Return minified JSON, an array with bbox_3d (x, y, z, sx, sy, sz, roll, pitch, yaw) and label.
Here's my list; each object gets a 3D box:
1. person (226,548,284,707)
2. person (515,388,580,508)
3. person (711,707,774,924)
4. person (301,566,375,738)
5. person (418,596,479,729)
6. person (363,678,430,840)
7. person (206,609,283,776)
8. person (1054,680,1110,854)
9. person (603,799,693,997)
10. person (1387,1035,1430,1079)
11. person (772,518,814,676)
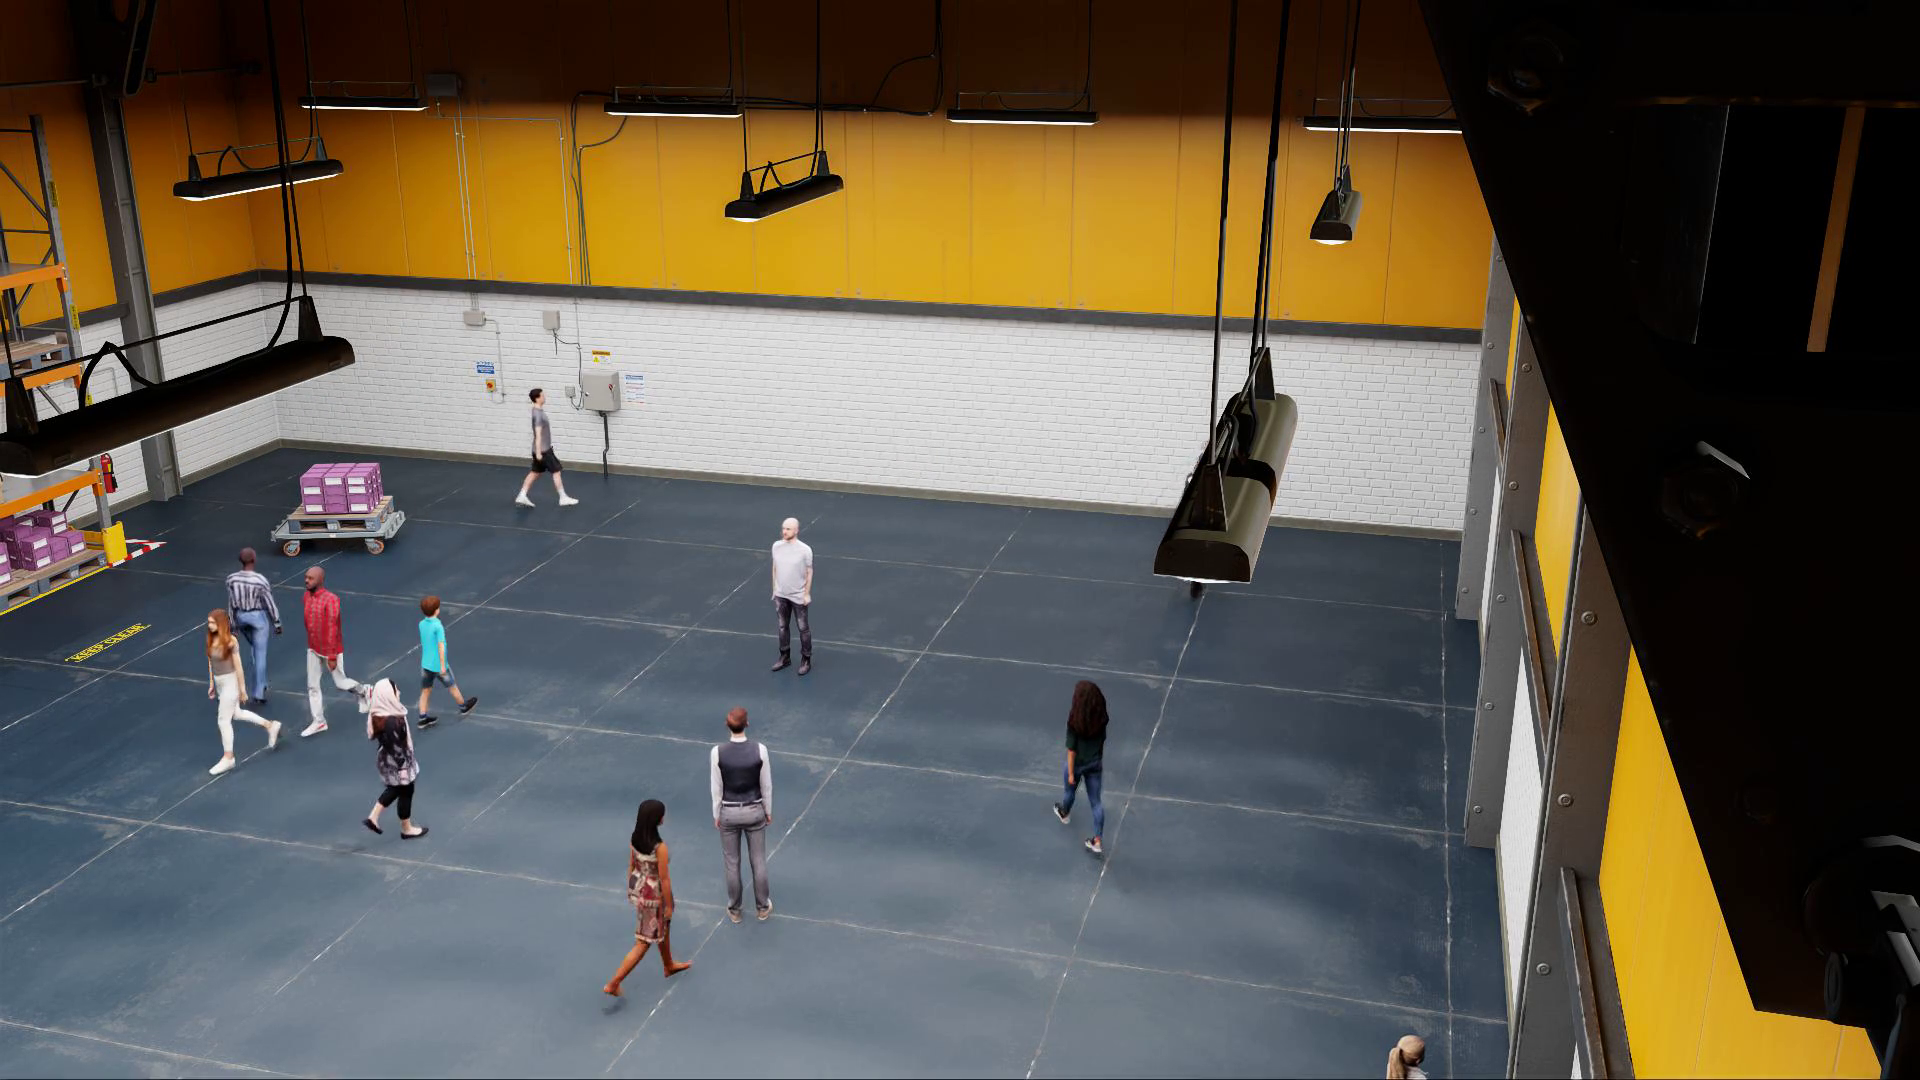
[{"bbox_3d":[-7.750,0.986,18.154,0.742,1.775,0.780,1,19,3],"label":"person"},{"bbox_3d":[-6.391,-1.363,25.022,1.094,1.842,1.206,-4,19,-12],"label":"person"},{"bbox_3d":[-1.835,2.297,14.004,0.732,1.938,0.698,-2,19,-7],"label":"person"},{"bbox_3d":[-6.680,1.133,17.682,0.798,1.797,1.198,9,21,25],"label":"person"},{"bbox_3d":[-5.654,1.329,17.703,0.700,1.413,0.976,11,22,30],"label":"person"},{"bbox_3d":[-5.266,2.041,15.259,0.935,1.623,0.869,-12,22,-31],"label":"person"},{"bbox_3d":[-7.318,1.472,16.837,0.864,1.694,1.145,14,23,36],"label":"person"},{"bbox_3d":[1.181,2.092,15.187,1.029,1.573,1.162,-8,20,-21],"label":"person"},{"bbox_3d":[-2.493,2.822,12.957,0.975,1.612,1.141,17,25,41],"label":"person"},{"bbox_3d":[2.877,3.748,10.732,0.654,1.276,0.601,-13,23,-34],"label":"person"},{"bbox_3d":[-1.923,0.622,19.145,0.682,1.832,0.626,8,20,22],"label":"person"}]
